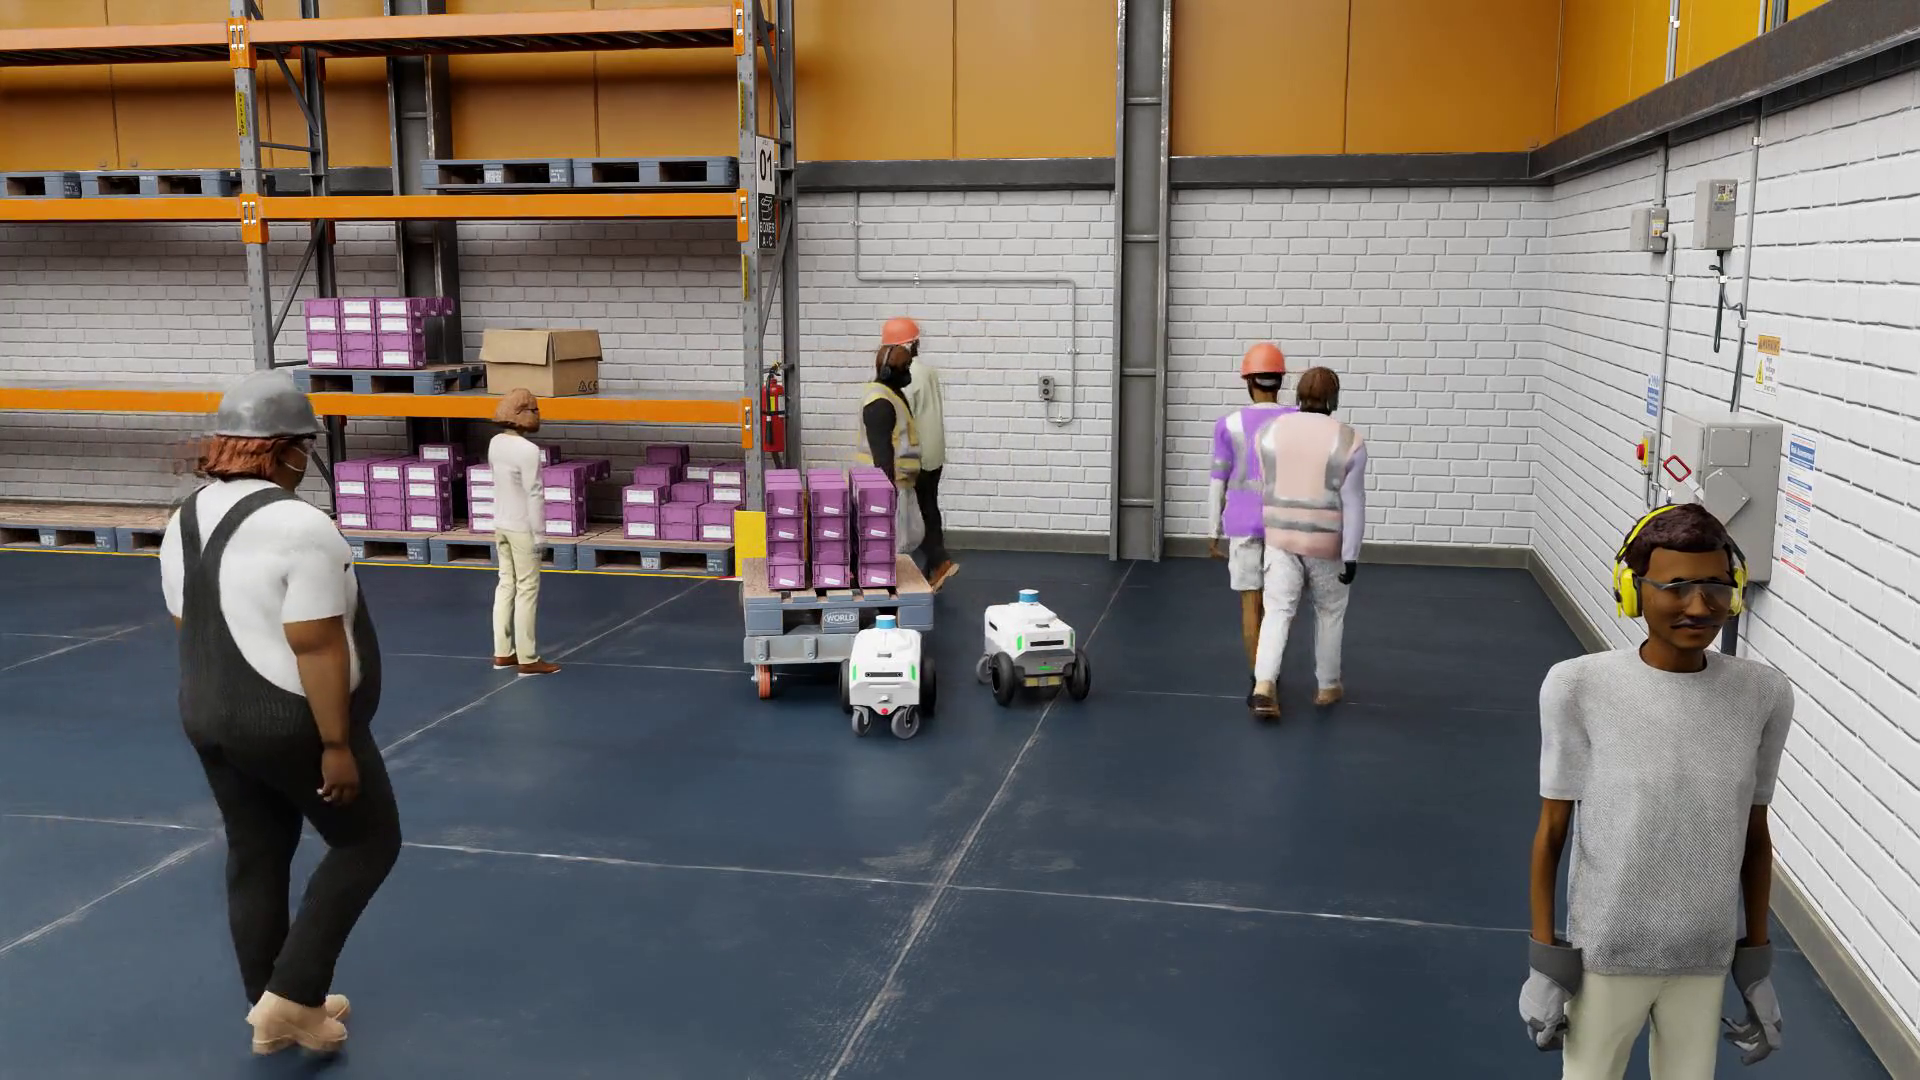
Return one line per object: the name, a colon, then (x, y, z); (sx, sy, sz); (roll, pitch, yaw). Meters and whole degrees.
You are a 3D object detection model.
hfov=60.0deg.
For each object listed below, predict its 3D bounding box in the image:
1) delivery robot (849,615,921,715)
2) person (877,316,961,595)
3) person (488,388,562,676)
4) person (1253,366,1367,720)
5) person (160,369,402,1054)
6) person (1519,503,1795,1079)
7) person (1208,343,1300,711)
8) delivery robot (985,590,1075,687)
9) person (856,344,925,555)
delivery robot: (-0.370, 0.621, 8.353); (0.477, 0.478, 0.707); (0, 9, -1)
person: (-0.294, -0.560, 11.507); (0.537, 1.962, 0.702); (4, 10, 21)
person: (-2.489, -0.045, 9.422); (0.275, 1.628, 0.501); (-9, 13, -43)
person: (1.758, 0.014, 8.528); (0.626, 1.809, 0.872); (5, 10, 26)
person: (-1.953, 0.509, 4.838); (0.710, 2.000, 0.534); (6, 11, 31)
person: (1.379, 0.851, 3.308); (0.513, 1.867, 0.328); (0, 9, -1)
person: (1.591, -0.089, 8.852); (0.559, 1.897, 0.887); (0, 9, 1)
delivery robot: (0.372, 0.512, 9.006); (0.477, 0.478, 0.707); (-2, 10, -13)
person: (-0.446, -0.365, 10.801); (0.436, 1.813, 0.666); (1, 9, 5)
